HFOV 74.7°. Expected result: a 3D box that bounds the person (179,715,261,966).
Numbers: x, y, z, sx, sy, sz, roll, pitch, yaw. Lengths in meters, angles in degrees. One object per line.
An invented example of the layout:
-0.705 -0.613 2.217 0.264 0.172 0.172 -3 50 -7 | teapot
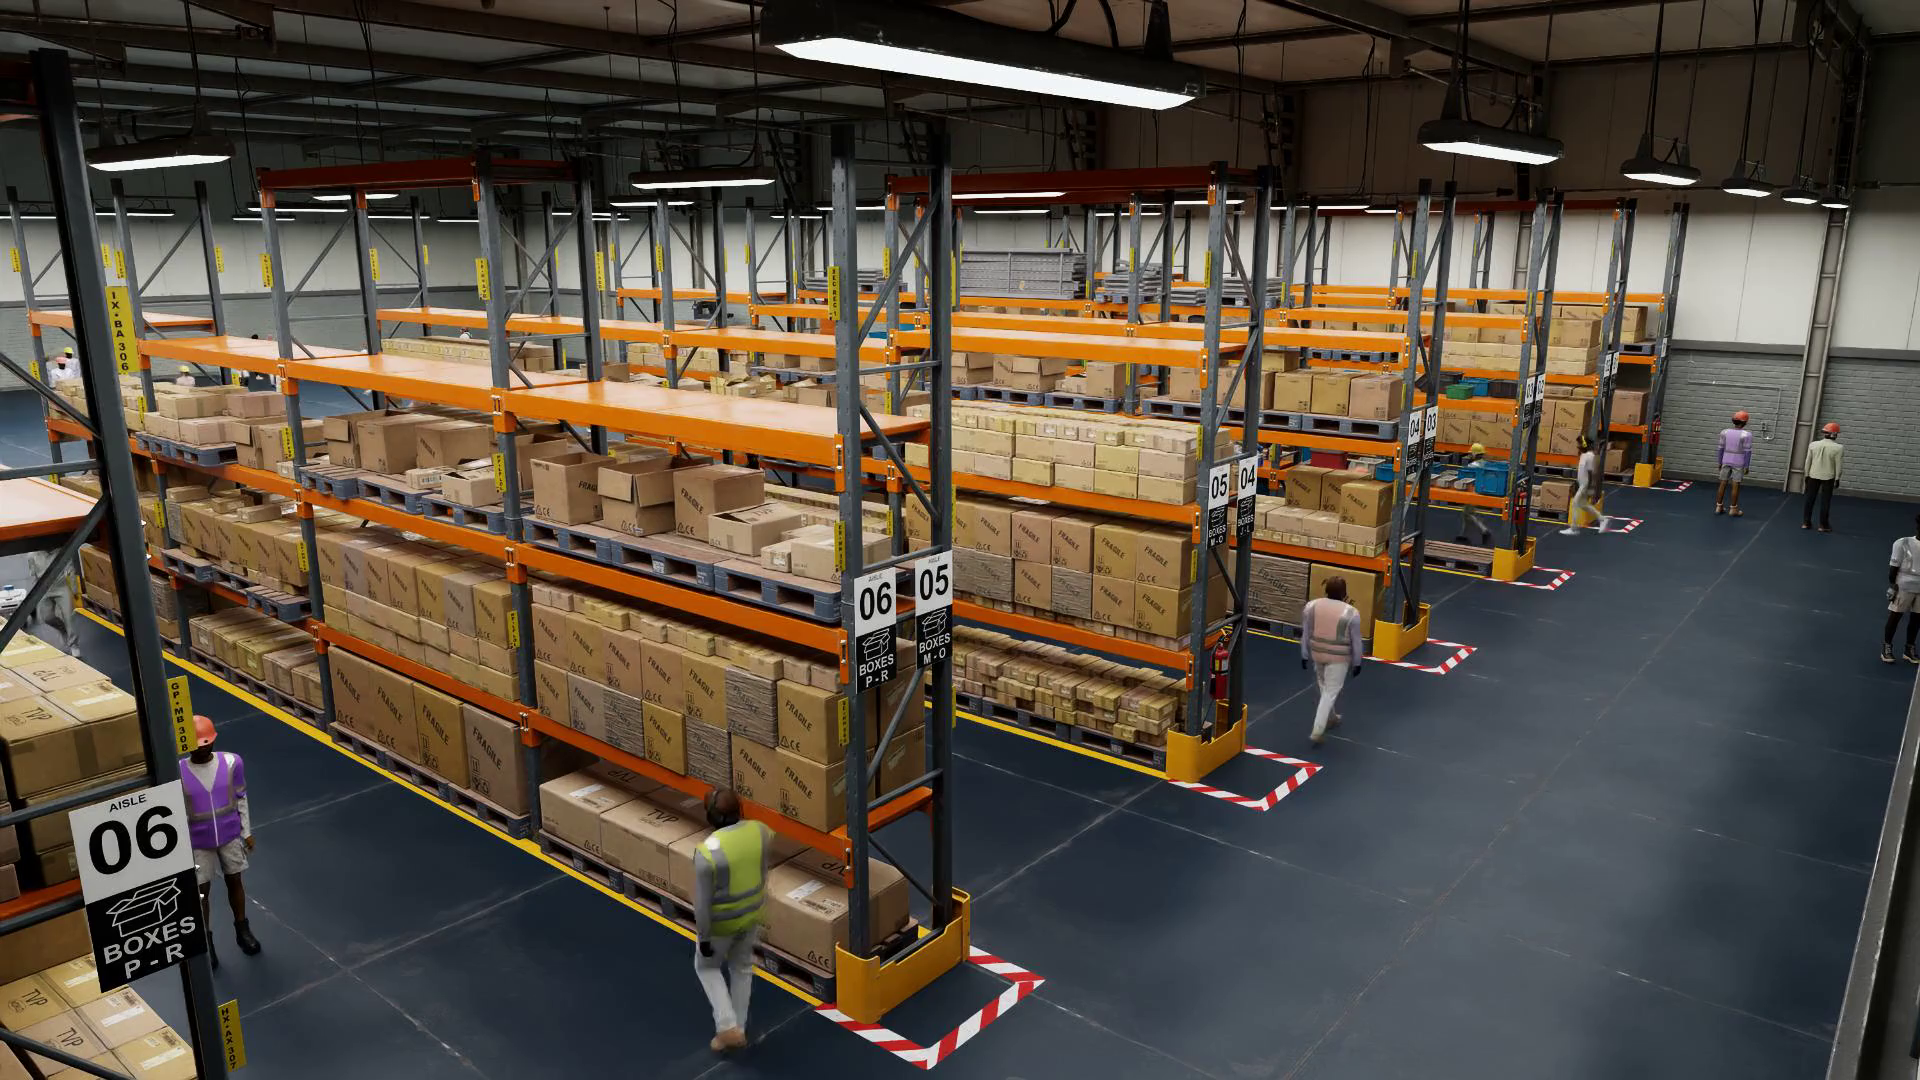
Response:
-5.594 2.226 9.435 0.543 1.939 0.356 -13 19 -42 | person

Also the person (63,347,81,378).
-28.230 -5.181 39.964 0.787 1.906 0.594 9 16 33 | person

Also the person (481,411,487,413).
-9.431 -1.659 25.256 0.642 2.009 0.908 -8 16 -30 | person

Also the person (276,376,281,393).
-22.235 -5.339 41.275 0.515 1.587 0.847 12 18 39 | person

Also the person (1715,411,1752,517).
15.083 -1.498 24.534 0.374 2.044 0.606 -8 16 -30 | person

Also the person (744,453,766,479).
-3.561 -0.616 21.287 0.594 1.870 0.937 -11 18 -39 | person

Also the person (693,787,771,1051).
-1.534 2.527 8.459 0.432 1.814 0.634 13 19 43 | person

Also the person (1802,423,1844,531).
15.983 -1.175 23.317 0.392 1.990 0.612 -8 16 -30 | person

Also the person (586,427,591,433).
-10.213 -3.804 34.887 0.315 1.632 0.527 8 16 31 | person

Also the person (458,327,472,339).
-19.022 -7.268 48.361 0.535 2.000 0.690 -1 14 -3 | person

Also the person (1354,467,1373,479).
5.940 -0.166 19.235 0.952 1.966 0.607 0 14 -1 | person

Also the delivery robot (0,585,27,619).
-13.378 0.877 17.760 0.477 0.478 0.707 -9 16 -32 | delivery robot

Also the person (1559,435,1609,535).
11.466 -0.996 22.938 0.762 1.830 0.511 5 14 18 | person

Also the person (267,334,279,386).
-24.597 -6.430 45.181 0.648 1.873 0.875 -5 15 -21 | person

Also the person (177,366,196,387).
-22.035 -4.103 35.936 0.936 1.715 0.552 8 16 29 | person

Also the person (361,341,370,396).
-20.106 -5.848 42.874 0.592 1.831 1.010 3 14 10 | person

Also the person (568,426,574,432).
-8.118 -1.791 26.091 0.980 1.880 0.599 -10 17 -35 | person

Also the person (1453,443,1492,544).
9.087 -0.802 22.154 0.598 1.808 0.694 -11 18 -39 | person

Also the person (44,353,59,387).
-27.251 -4.698 38.010 0.851 1.896 0.699 3 14 12 | person

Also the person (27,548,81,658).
-11.735 0.650 16.358 0.518 1.720 0.558 -6 15 -22 | person

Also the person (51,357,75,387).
-25.841 -4.335 36.482 0.874 1.905 0.570 7 15 25 | person

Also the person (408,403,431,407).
-12.485 -2.569 29.311 0.655 1.877 0.889 -6 15 -22 | person

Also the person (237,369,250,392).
-24.569 -5.814 43.024 0.546 1.681 0.400 -13 19 -42 | person

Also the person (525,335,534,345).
-16.714 -7.241 49.090 0.850 1.584 0.519 7 15 28 | person

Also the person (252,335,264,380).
-26.522 -6.897 47.481 0.322 1.689 0.530 -10 17 -36 | person

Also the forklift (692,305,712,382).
-9.511 -7.392 47.124 1.873 2.768 1.129 11 17 38 | forklift

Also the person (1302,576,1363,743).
4.012 1.273 13.647 0.637 1.805 0.934 12 18 40 | person

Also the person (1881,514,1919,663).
12.161 0.602 16.055 0.609 1.965 0.364 2 14 9 | person

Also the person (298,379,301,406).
-21.436 -5.186 40.172 0.789 1.816 0.549 4 14 16 | person

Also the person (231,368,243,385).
-22.722 -4.939 39.447 0.678 1.670 0.552 0 14 -2 | person
